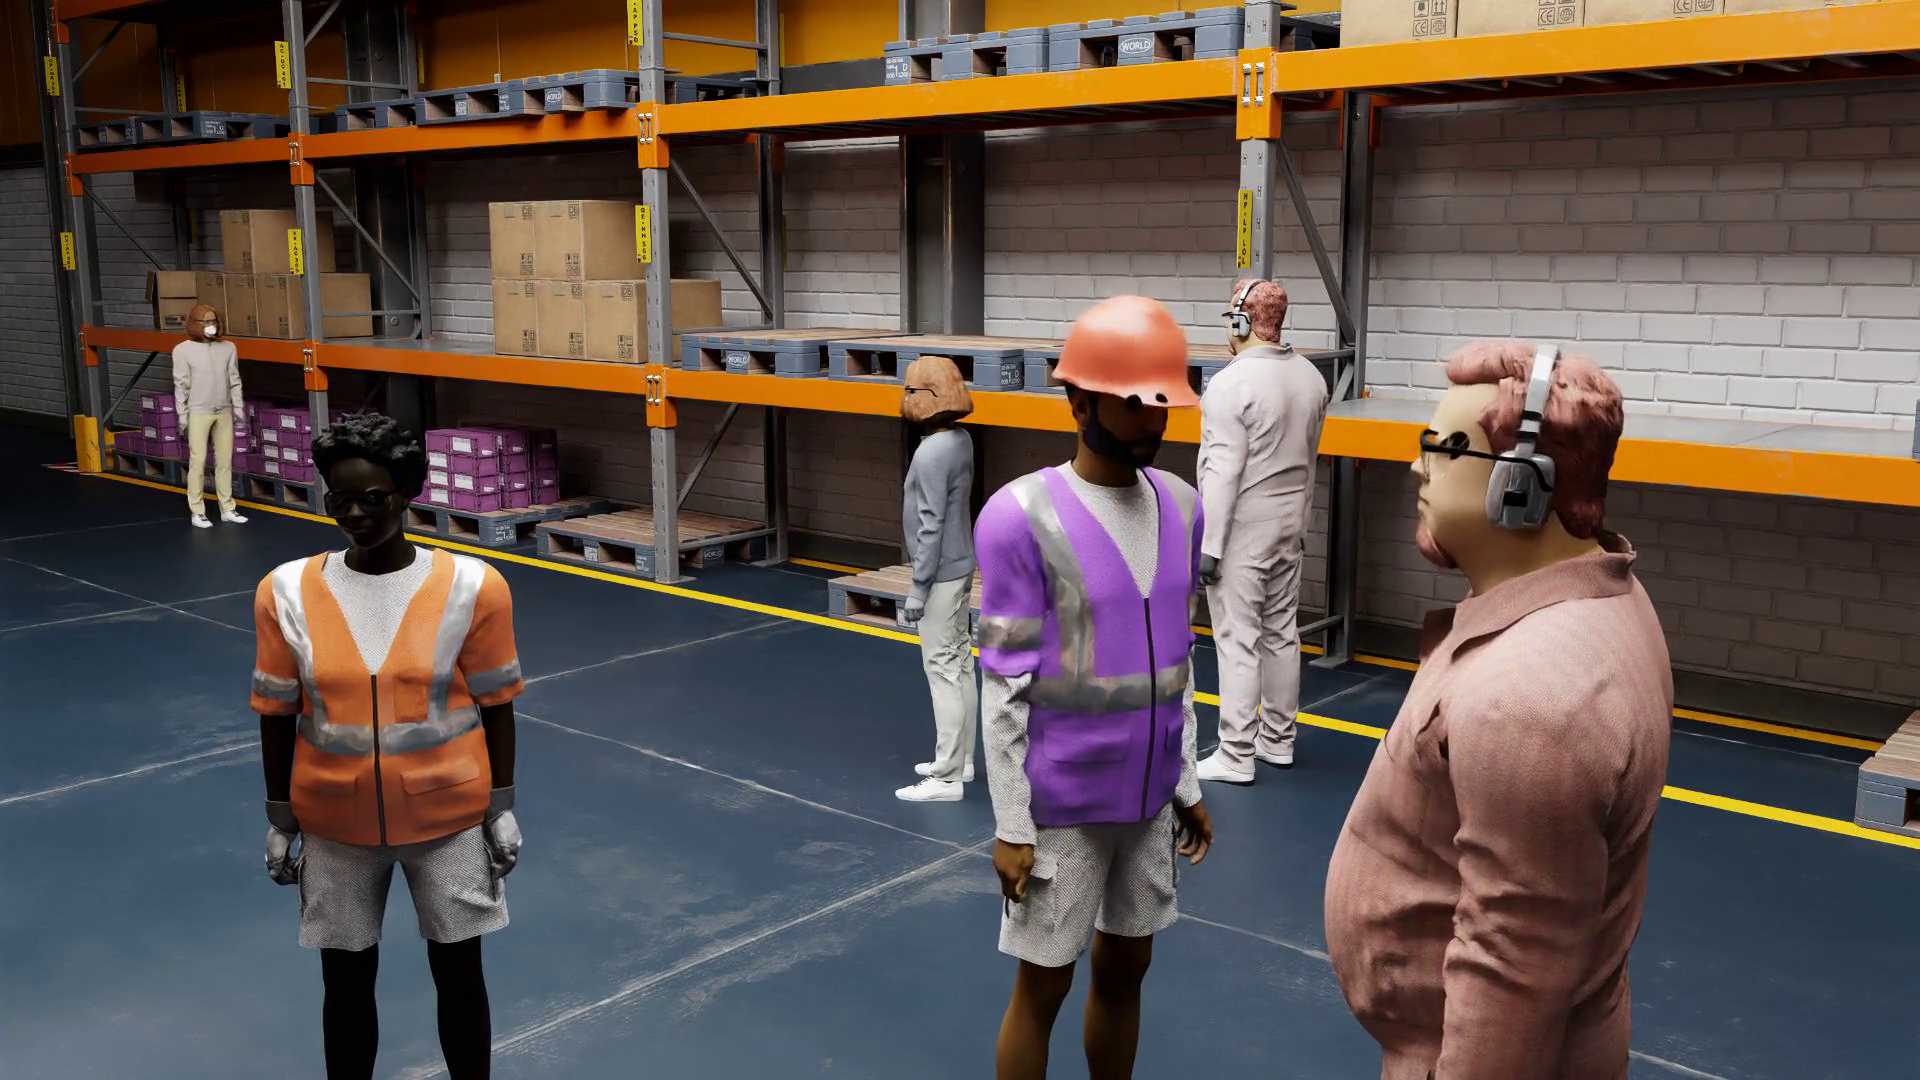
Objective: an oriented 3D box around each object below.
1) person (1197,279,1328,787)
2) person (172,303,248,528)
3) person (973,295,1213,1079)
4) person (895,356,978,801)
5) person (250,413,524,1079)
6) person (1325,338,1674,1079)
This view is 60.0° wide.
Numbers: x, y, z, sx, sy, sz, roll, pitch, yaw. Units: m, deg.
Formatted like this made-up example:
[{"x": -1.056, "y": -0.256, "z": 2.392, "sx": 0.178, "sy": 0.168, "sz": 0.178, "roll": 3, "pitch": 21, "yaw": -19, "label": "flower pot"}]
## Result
[{"x": 1.096, "y": -0.027, "z": 6.319, "sx": 0.409, "sy": 1.907, "sz": 0.651, "roll": 10, "pitch": 14, "yaw": 44, "label": "person"}, {"x": -5.464, "y": -0.907, "z": 12.123, "sx": 0.278, "sy": 1.626, "sz": 0.503, "roll": 6, "pitch": 12, "yaw": 32, "label": "person"}, {"x": 0.290, "y": 0.492, "z": 3.285, "sx": 0.543, "sy": 1.935, "sz": 0.366, "roll": -7, "pitch": 12, "yaw": -36, "label": "person"}, {"x": -0.084, "y": 0.144, "z": 6.115, "sx": 0.279, "sy": 1.634, "sz": 0.499, "roll": 3, "pitch": 10, "yaw": 14, "label": "person"}, {"x": -1.178, "y": 0.580, "z": 3.459, "sx": 0.541, "sy": 1.695, "sz": 0.316, "roll": -2, "pitch": 10, "yaw": -9, "label": "person"}, {"x": 0.680, "y": 0.696, "z": 2.190, "sx": 0.410, "sy": 1.913, "sz": 0.643, "roll": 4, "pitch": 11, "yaw": 23, "label": "person"}]
